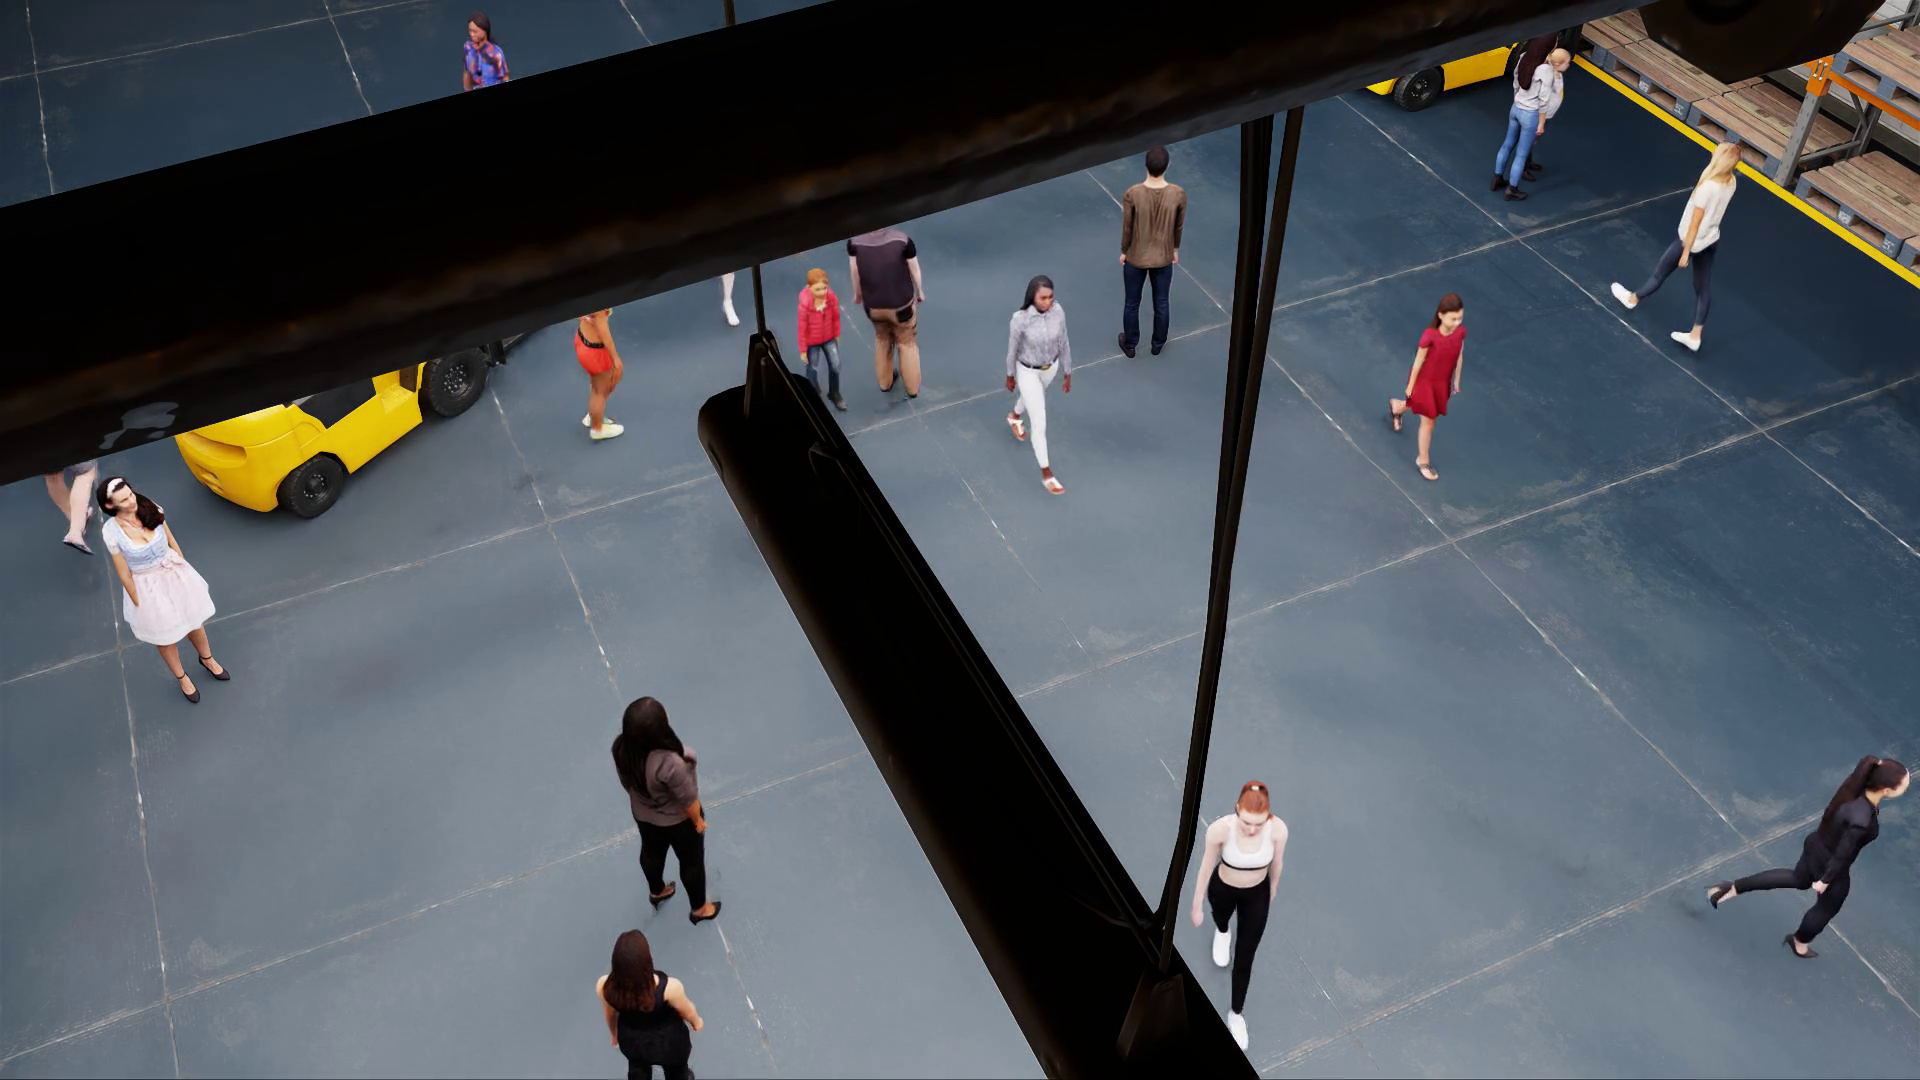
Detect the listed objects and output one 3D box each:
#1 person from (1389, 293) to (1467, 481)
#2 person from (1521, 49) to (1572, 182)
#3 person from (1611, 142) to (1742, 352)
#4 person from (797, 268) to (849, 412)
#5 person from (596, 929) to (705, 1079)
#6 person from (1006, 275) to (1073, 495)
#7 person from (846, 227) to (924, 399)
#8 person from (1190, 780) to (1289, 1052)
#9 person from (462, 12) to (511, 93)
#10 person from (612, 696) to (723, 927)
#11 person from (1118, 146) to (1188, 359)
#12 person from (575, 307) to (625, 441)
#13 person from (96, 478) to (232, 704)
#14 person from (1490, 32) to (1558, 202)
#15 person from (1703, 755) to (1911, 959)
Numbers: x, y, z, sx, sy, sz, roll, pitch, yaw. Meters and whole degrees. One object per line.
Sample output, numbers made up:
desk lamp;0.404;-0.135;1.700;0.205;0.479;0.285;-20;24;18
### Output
person;3.484;-1.239;12.404;0.541;1.523;0.973;-17;46;-17
person;5.408;-3.970;15.451;0.620;1.274;0.576;21;47;20
person;5.985;-2.317;13.357;0.681;1.771;1.144;-21;48;-21
person;-1.127;-1.593;12.933;0.528;1.306;0.550;-16;46;-16
person;-1.545;2.528;8.334;0.760;1.684;0.825;4;44;4
person;0.533;-1.265;12.324;0.637;1.672;1.227;-16;46;-16
person;-0.592;-1.804;12.796;0.836;1.801;0.880;15;46;15
person;1.500;1.831;9.049;0.969;1.707;1.182;3;44;3
person;-4.213;-4.006;15.191;1.166;1.685;1.137;19;47;19
person;-1.644;1.528;9.268;0.729;1.842;0.810;19;47;19
person;1.505;-2.280;13.234;0.721;1.887;0.684;-3;44;-3
person;-2.791;-1.391;12.393;0.705;1.759;0.600;-21;48;-21
person;-5.080;0.302;10.571;0.876;1.822;0.833;28;50;26
person;5.126;-3.859;15.074;0.664;1.633;0.448;-16;46;-16
person;4.698;1.738;9.160;1.018;1.688;0.960;17;46;17
